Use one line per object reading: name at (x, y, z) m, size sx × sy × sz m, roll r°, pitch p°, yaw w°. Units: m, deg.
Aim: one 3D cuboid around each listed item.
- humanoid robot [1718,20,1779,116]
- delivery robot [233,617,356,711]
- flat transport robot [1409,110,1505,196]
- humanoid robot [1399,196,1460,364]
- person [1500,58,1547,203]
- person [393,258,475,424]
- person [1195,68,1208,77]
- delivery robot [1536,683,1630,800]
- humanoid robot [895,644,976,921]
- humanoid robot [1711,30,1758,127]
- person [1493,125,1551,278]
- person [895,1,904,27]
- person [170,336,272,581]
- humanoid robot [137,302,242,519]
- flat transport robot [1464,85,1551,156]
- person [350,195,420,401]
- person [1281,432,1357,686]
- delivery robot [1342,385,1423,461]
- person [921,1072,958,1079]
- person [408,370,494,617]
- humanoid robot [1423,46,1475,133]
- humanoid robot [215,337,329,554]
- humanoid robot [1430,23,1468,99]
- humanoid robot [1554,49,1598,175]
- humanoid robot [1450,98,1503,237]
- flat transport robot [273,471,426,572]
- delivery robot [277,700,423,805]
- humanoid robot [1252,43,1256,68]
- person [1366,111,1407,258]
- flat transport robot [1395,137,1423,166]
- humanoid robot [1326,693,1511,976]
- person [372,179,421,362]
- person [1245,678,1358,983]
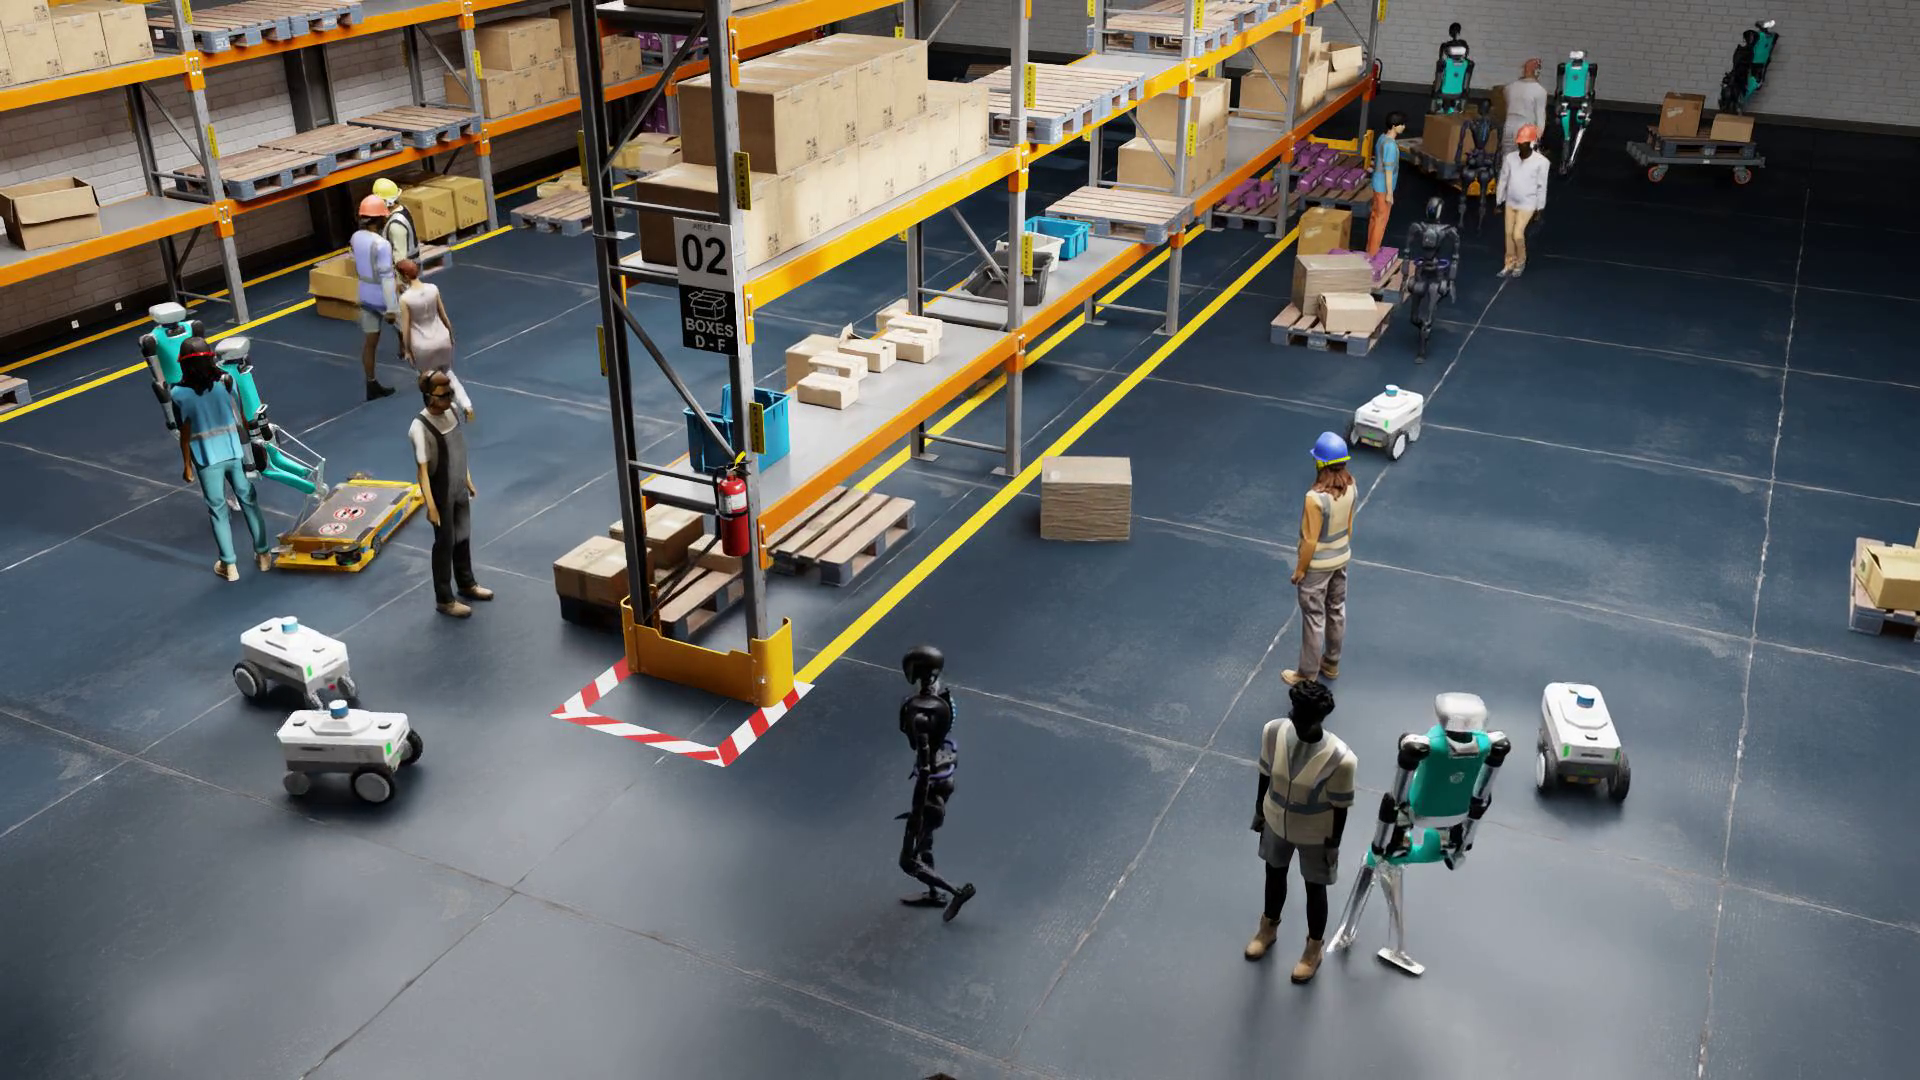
humanoid robot at (11.905, -7.023, 25.325) m, size 0.543 × 1.802 × 0.722 m, roll -11°, pitch 28°, yaw -21°
delivery robot at (-4.351, 0.774, 10.874) m, size 0.753 × 0.579 × 0.499 m, roll 15°, pitch 30°, yaw 28°
flat transport robot at (6.950, -5.021, 22.921) m, size 0.659 × 0.231 × 1.431 m, roll -6°, pitch 27°, yaw -12°
humanoid robot at (4.684, -2.613, 16.499) m, size 0.585 × 1.634 × 0.663 m, roll 14°, pitch 30°, yaw 26°
person at (7.387, -5.331, 21.721) m, size 0.563 × 1.889 × 0.662 m, roll -20°, pitch 33°, yaw -35°
person at (-4.660, -1.702, 14.665) m, size 0.398 × 1.633 × 0.484 m, roll 22°, pitch 34°, yaw 37°
person at (4.244, -8.534, 28.161) m, size 0.630 × 1.907 × 0.585 m, roll 15°, pitch 30°, yaw 28°
delivery robot at (3.742, 1.180, 10.053) m, size 0.499 × 0.577 × 0.769 m, roll 4°, pitch 27°, yaw 7°
humanoid robot at (-0.116, 1.258, 8.644) m, size 0.412 × 1.642 × 0.613 m, roll 2°, pitch 26°, yaw 4°
humanoid robot at (11.584, -6.833, 25.000) m, size 0.465 × 1.647 × 0.603 m, roll 24°, pitch 35°, yaw 39°
person at (6.312, -3.812, 18.812) m, size 0.398 × 1.737 × 0.593 m, roll -20°, pitch 33°, yaw -34°
person at (-0.985, -9.502, 30.215) m, size 0.363 × 1.827 × 0.511 m, roll 12°, pitch 29°, yaw 23°
person at (-5.412, -0.591, 12.172) m, size 0.528 × 1.866 × 0.389 m, roll -19°, pitch 32°, yaw -34°
humanoid robot at (-5.882, -0.911, 13.058) m, size 0.785 × 1.865 × 0.532 m, roll 15°, pitch 30°, yaw 28°
flat transport robot at (7.903, -5.836, 24.566) m, size 1.431 × 0.231 × 0.659 m, roll 21°, pitch 33°, yaw 36°
person at (-5.329, -2.299, 15.585) m, size 0.546 × 1.891 × 0.928 m, roll 16°, pitch 31°, yaw 29°
person at (2.338, 0.141, 10.792) m, size 0.463 × 1.777 × 0.326 m, roll -19°, pitch 32°, yaw -34°
delivery robot at (3.747, -1.047, 14.592) m, size 0.499 × 0.614 × 0.818 m, roll 21°, pitch 33°, yaw 36°
person at (-0.004, 2.590, 5.765) m, size 0.944 × 1.853 × 0.550 m, roll -18°, pitch 32°, yaw -33°
person at (-3.606, -0.335, 11.697) m, size 0.332 × 1.836 × 0.506 m, roll 8°, pitch 27°, yaw 15°
humanoid robot at (6.774, -6.039, 23.342) m, size 0.545 × 1.808 × 0.710 m, roll -3°, pitch 26°, yaw -5°
humanoid robot at (-5.053, -0.703, 12.398) m, size 0.735 × 1.673 × 0.533 m, roll -2°, pitch 26°, yaw -4°
humanoid robot at (7.601, -7.122, 25.626) m, size 0.597 × 1.638 × 0.739 m, roll -12°, pitch 29°, yaw -23°
humanoid robot at (8.603, -6.010, 23.296) m, size 0.563 × 1.757 × 0.940 m, roll 12°, pitch 29°, yaw 24°
humanoid robot at (6.372, -4.597, 20.498) m, size 0.606 × 1.634 × 0.470 m, roll -1°, pitch 26°, yaw -1°
flat transport robot at (-4.758, -0.150, 13.081) m, size 0.659 × 0.231 × 1.431 m, roll 3°, pitch 26°, yaw 6°
delivery robot at (-3.675, 1.232, 9.955) m, size 0.767 × 0.583 × 0.499 m, roll 1°, pitch 26°, yaw 3°
humanoid robot at (4.740, -6.830, 24.947) m, size 0.888 × 1.756 × 0.537 m, roll 5°, pitch 27°, yaw 10°
person at (4.980, -4.124, 19.434) m, size 0.339 × 1.758 × 0.501 m, roll 1°, pitch 26°, yaw 2°
flat transport robot at (6.726, -5.569, 24.027) m, size 0.659 × 0.231 × 1.431 m, roll -10°, pitch 28°, yaw -19°
humanoid robot at (2.221, 1.399, 8.303) m, size 0.591 × 1.772 × 0.873 m, roll -4°, pitch 27°, yaw -7°
person at (-5.523, -2.668, 16.423) m, size 0.403 × 1.823 × 0.600 m, roll -6°, pitch 27°, yaw -12°
person at (1.692, 1.425, 8.293) m, size 0.532 × 1.693 × 0.320 m, roll 21°, pitch 33°, yaw 36°
